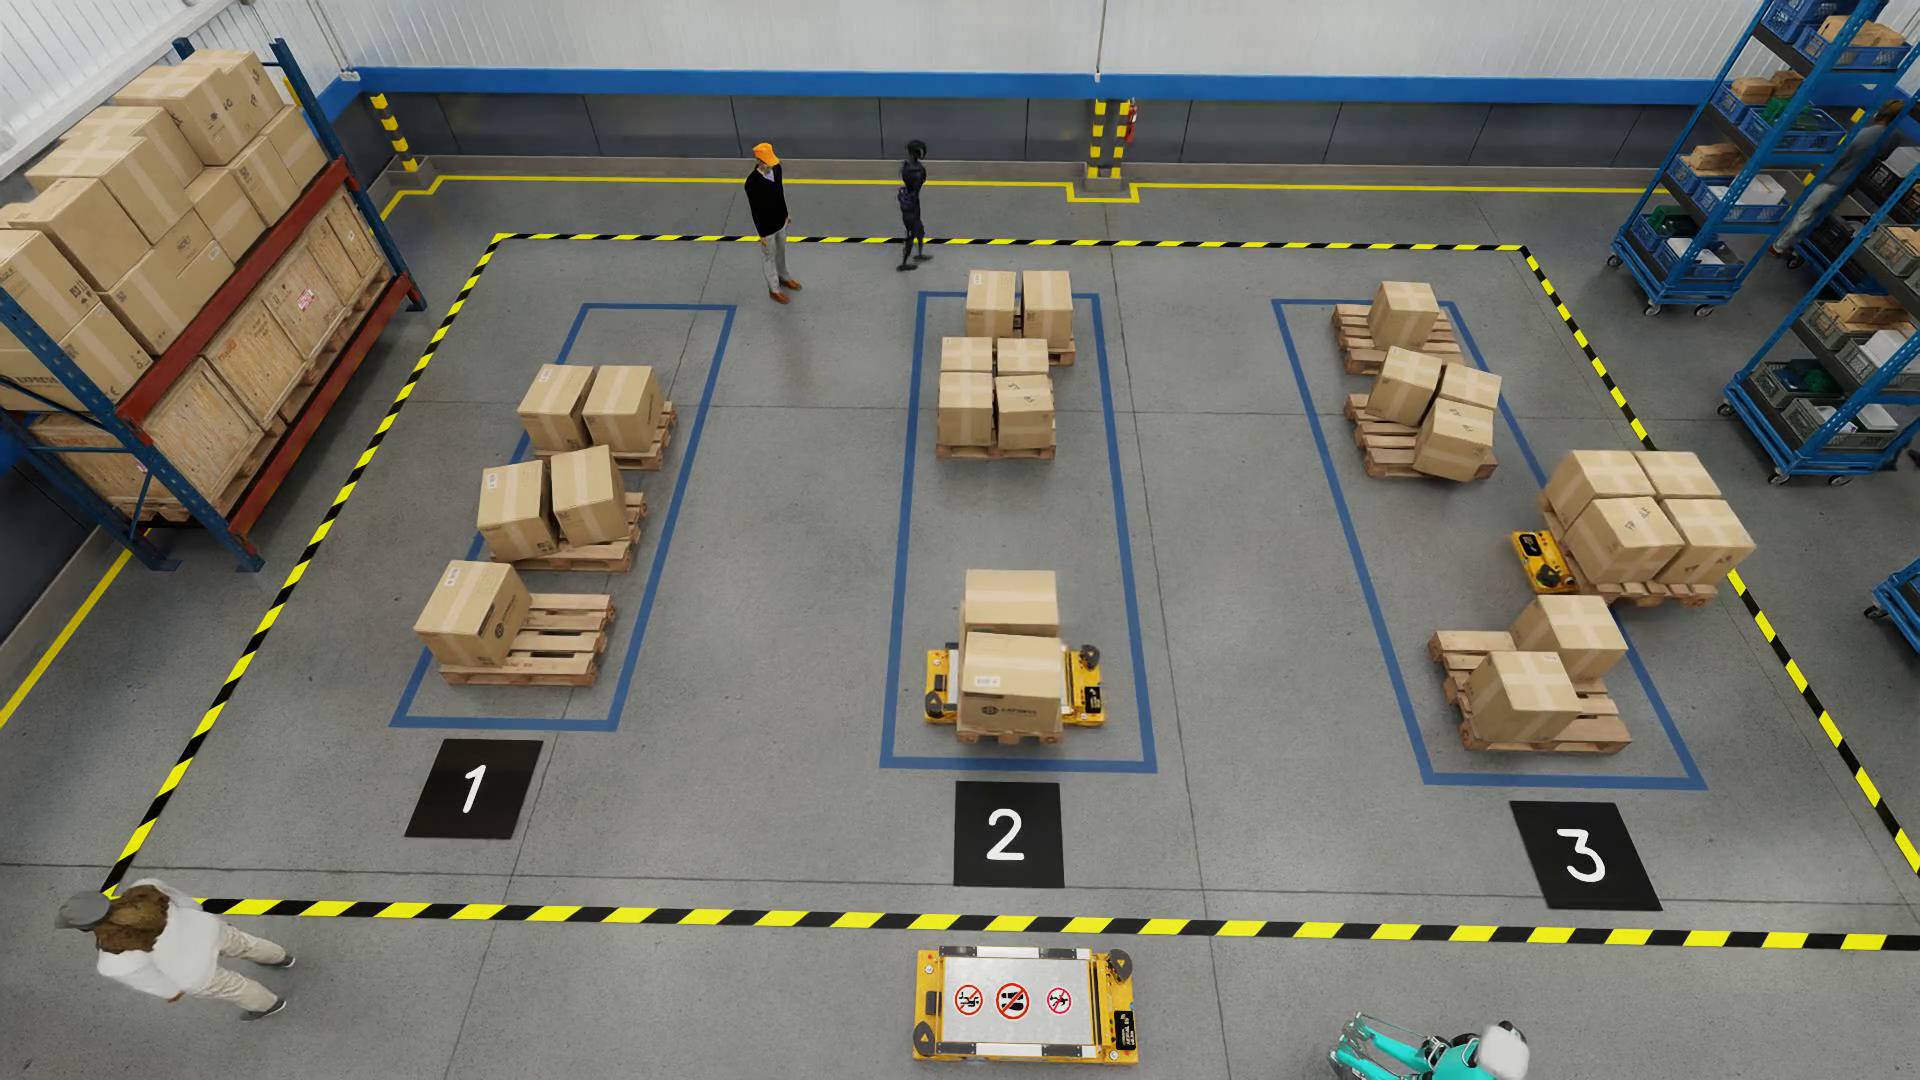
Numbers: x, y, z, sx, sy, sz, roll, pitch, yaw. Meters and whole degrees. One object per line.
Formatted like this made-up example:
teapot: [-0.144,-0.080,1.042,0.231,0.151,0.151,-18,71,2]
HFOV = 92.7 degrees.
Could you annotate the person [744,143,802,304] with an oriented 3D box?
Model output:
person: [-2.110,-3.586,10.372,0.391,1.876,0.585,21,54,16]

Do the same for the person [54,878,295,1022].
person: [-4.645,2.470,5.502,0.397,1.769,0.567,-7,51,-6]

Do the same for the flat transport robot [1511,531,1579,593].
flat transport robot: [5.878,0.174,8.326,1.431,0.197,0.652,1,51,1]

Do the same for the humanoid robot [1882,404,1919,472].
humanoid robot: [9.458,-1.293,8.650,0.602,1.639,0.463,13,52,10]

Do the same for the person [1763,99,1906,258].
person: [10.416,-4.239,10.875,0.621,1.932,0.369,-2,51,-1]

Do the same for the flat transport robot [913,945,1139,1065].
flat transport robot: [0.422,3.041,6.007,1.431,0.231,0.659,1,51,1]

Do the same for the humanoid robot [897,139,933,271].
humanoid robot: [-0.545,-3.917,10.776,0.488,1.634,0.612,-9,51,-7]

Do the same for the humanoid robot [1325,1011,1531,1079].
humanoid robot: [2.459,2.862,5.121,0.533,1.673,0.735,-36,59,-26]

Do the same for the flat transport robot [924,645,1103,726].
flat transport robot: [0.436,1.172,7.513,1.431,0.197,0.652,1,51,1]
